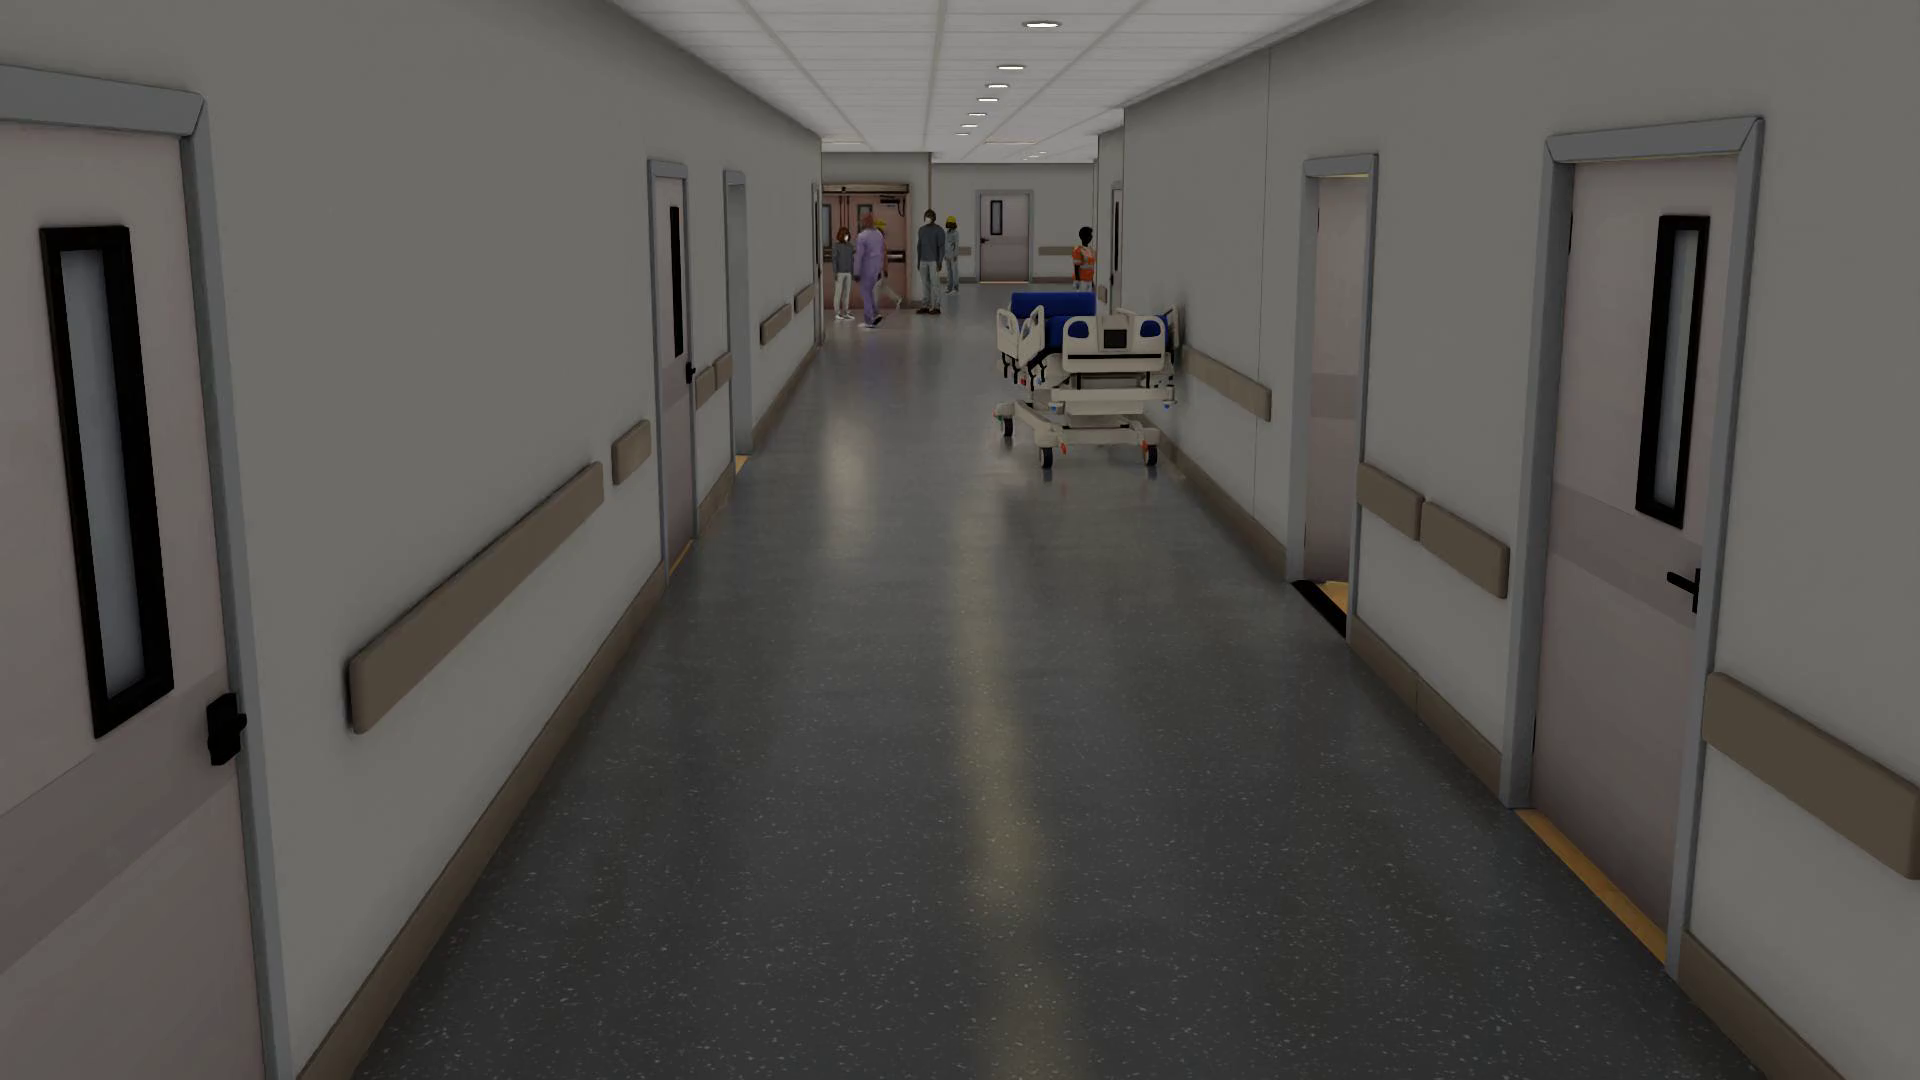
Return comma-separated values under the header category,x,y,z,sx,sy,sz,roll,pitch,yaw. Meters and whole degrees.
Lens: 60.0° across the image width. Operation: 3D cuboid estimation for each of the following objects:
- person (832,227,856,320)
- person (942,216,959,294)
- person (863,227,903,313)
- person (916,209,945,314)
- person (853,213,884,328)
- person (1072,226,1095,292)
category,x,y,z,sx,sy,sz,roll,pitch,yaw
person,-2.064,-4.736,29.568,0.279,1.633,0.500,10,15,41
person,-0.208,-6.439,37.592,0.290,1.746,0.487,-7,14,-32
person,-1.445,-5.081,31.321,0.766,1.609,0.516,-5,13,-23
person,-0.555,-5.165,30.913,0.630,1.940,0.371,9,15,38
person,-1.550,-4.470,27.621,0.431,1.894,0.670,8,14,33
person,1.977,-4.145,26.530,0.317,1.696,0.540,8,14,33
